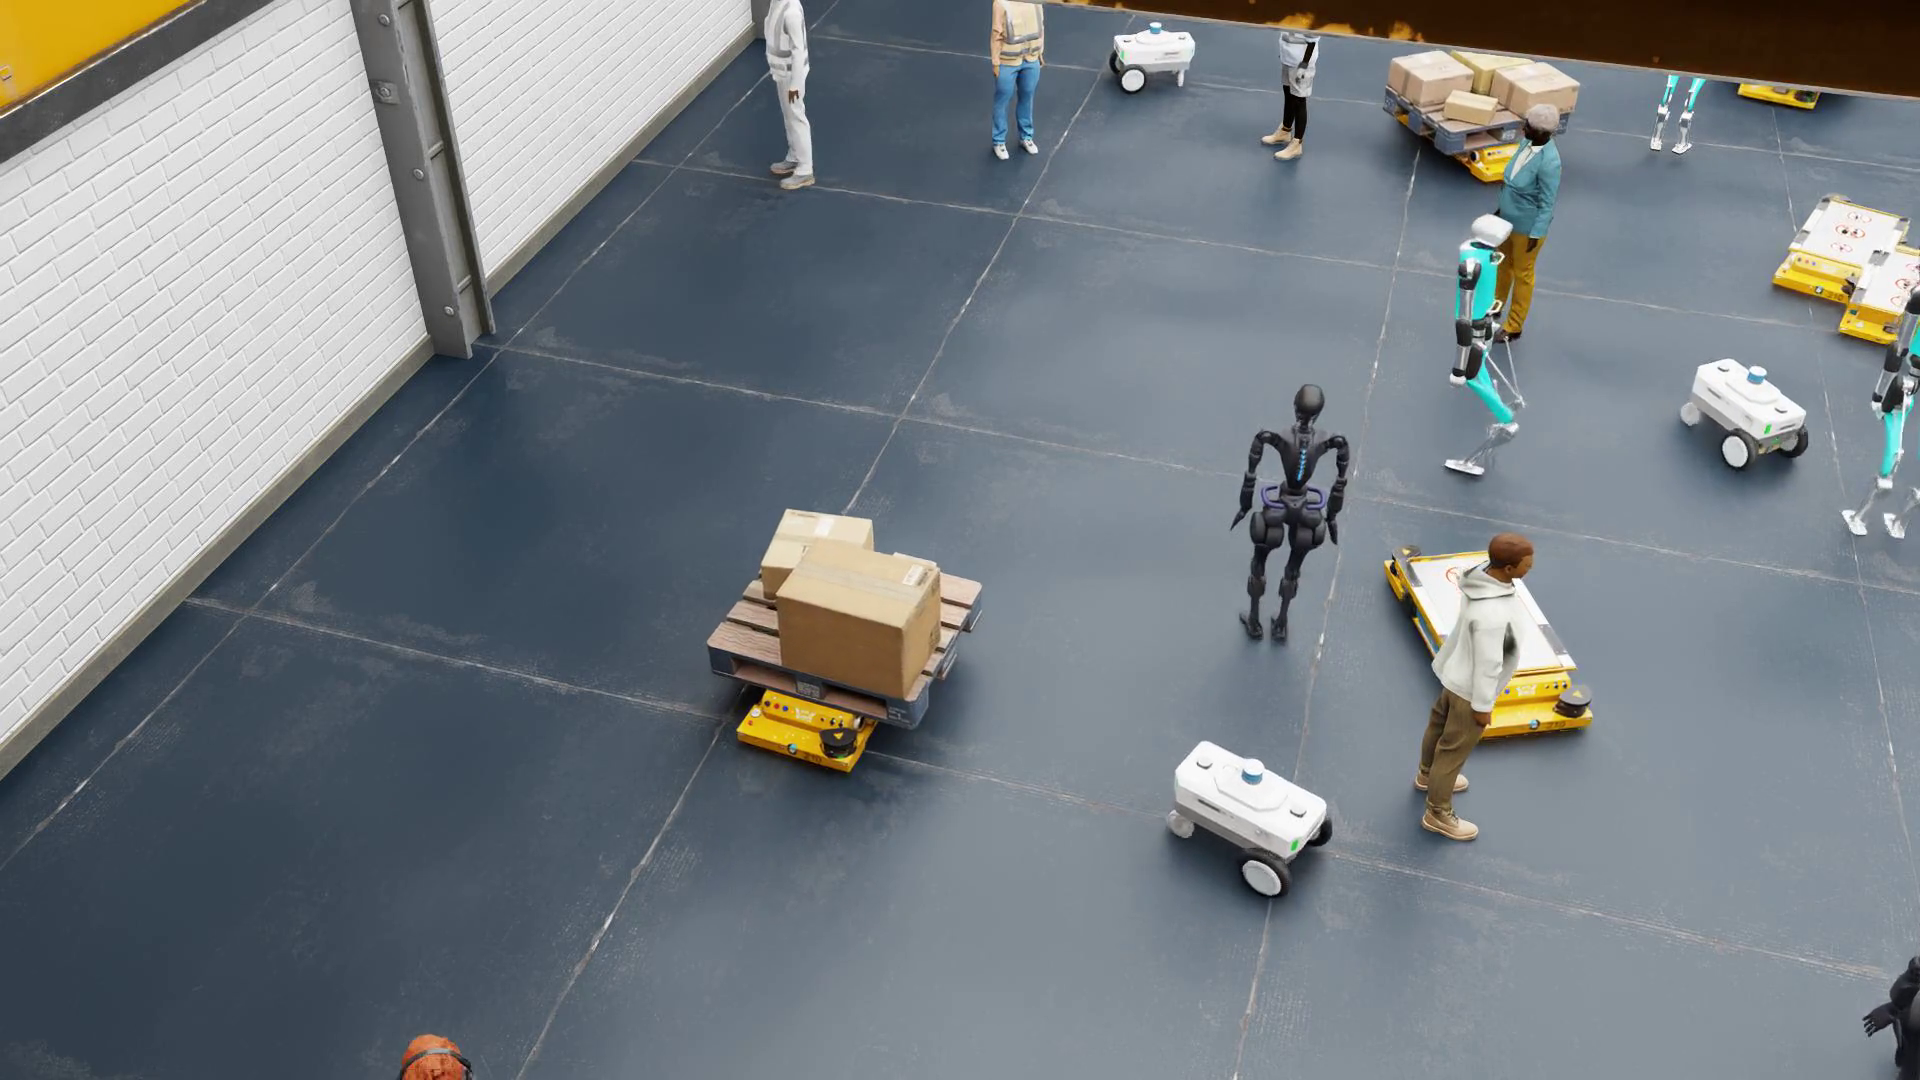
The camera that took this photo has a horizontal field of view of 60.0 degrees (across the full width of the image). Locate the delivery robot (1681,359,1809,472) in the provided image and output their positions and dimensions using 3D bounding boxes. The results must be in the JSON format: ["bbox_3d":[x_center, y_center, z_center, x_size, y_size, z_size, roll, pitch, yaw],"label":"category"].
[{"bbox_3d":[5.115,-0.848,10.827,0.499,0.590,0.793,-14,41,-17],"label":"delivery robot"}]

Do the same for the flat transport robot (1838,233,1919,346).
[{"bbox_3d":[6.980,-1.816,12.263,0.659,0.231,1.431,22,44,25],"label":"flat transport robot"}]

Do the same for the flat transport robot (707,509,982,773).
[{"bbox_3d":[-0.618,0.660,9.184,0.659,0.231,1.431,14,41,17],"label":"flat transport robot"}]

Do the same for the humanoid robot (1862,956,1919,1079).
[{"bbox_3d":[3.984,1.832,6.635,0.608,1.634,0.748,11,40,14],"label":"humanoid robot"}]

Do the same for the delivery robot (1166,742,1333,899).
[{"bbox_3d":[1.422,1.331,8.133,0.809,0.611,0.499,25,45,28],"label":"delivery robot"}]

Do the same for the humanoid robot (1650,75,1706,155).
[{"bbox_3d":[5.996,-3.960,13.652,0.533,1.677,0.735,20,43,23],"label":"humanoid robot"}]

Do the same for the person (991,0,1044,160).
[{"bbox_3d":[0.466,-4.027,13.856,0.482,1.719,0.376,-18,42,-21],"label":"person"}]

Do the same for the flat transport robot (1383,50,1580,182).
[{"bbox_3d":[4.412,-3.521,14.384,0.659,0.231,1.431,-14,41,-16],"label":"flat transport robot"}]

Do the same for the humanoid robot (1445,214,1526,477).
[{"bbox_3d":[3.304,-1.063,10.245,0.741,1.895,0.543,19,43,22],"label":"humanoid robot"}]

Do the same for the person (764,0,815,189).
[{"bbox_3d":[-1.388,-3.761,13.393,0.339,1.883,0.582,-11,40,-13],"label":"person"}]

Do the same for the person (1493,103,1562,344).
[{"bbox_3d":[3.889,-2.202,11.560,0.345,1.751,0.523,-8,40,-10],"label":"person"}]

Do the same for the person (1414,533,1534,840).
[{"bbox_3d":[2.437,0.677,7.967,0.374,1.768,0.517,5,39,6],"label":"person"}]

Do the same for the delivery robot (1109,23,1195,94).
[{"bbox_3d":[1.758,-4.464,15.326,0.763,0.591,0.521,-4,39,-5],"label":"delivery robot"}]

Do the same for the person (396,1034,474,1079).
[{"bbox_3d":[-1.689,2.348,5.802,0.596,1.871,0.442,-17,42,-20],"label":"person"}]

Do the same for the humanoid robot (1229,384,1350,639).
[{"bbox_3d":[1.780,-0.138,9.054,0.590,1.657,0.326,2,39,3],"label":"humanoid robot"}]

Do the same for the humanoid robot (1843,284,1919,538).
[{"bbox_3d":[5.673,-0.745,9.742,0.534,1.758,0.713,6,39,7],"label":"humanoid robot"}]

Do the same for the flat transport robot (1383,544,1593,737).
[{"bbox_3d":[2.945,0.523,9.354,0.659,0.231,1.431,-5,39,-7],"label":"flat transport robot"}]

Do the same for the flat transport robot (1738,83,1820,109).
[{"bbox_3d":[7.729,-4.400,15.478,0.659,0.231,1.431,20,43,23],"label":"flat transport robot"}]

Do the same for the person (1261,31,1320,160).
[{"bbox_3d":[2.800,-4.015,13.857,0.320,1.697,0.531,-6,39,-8],"label":"person"}]

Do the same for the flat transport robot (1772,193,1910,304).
[{"bbox_3d":[6.799,-2.239,12.790,0.659,0.231,1.431,24,45,27],"label":"flat transport robot"}]
